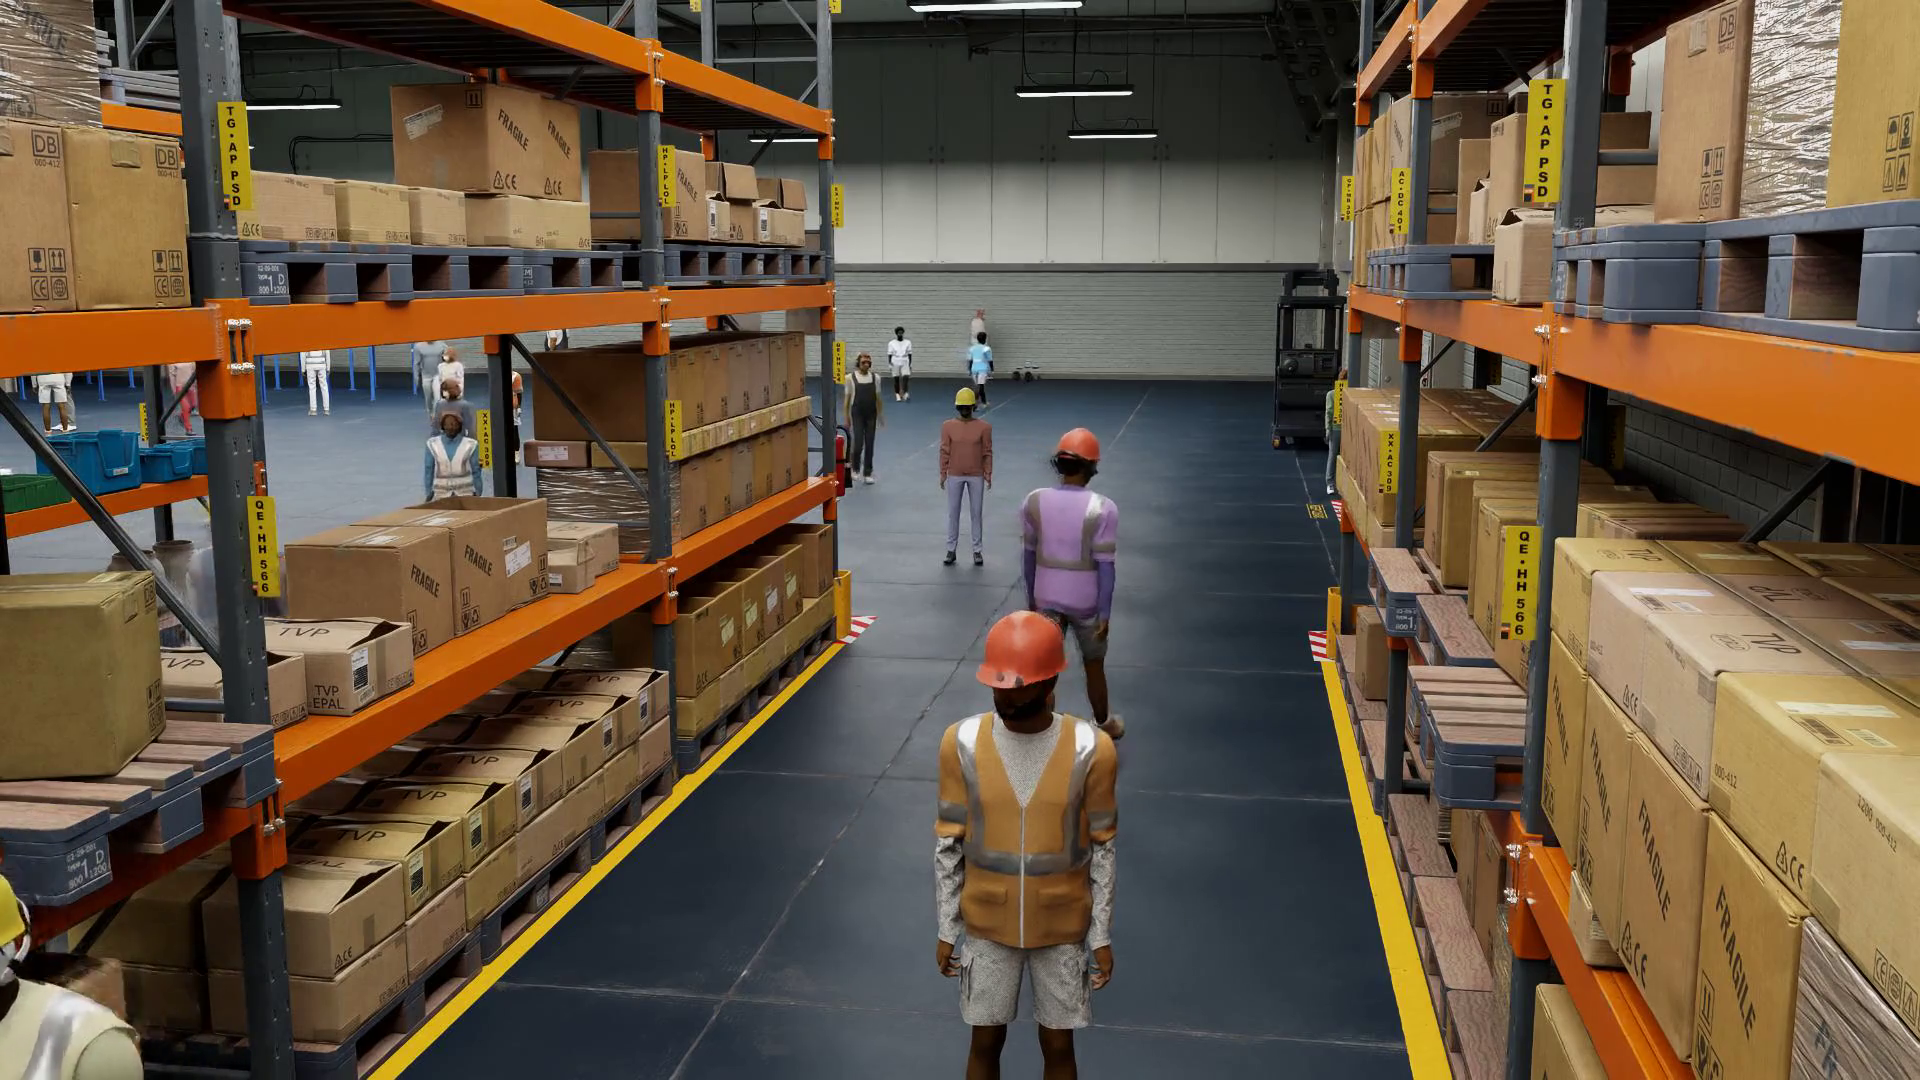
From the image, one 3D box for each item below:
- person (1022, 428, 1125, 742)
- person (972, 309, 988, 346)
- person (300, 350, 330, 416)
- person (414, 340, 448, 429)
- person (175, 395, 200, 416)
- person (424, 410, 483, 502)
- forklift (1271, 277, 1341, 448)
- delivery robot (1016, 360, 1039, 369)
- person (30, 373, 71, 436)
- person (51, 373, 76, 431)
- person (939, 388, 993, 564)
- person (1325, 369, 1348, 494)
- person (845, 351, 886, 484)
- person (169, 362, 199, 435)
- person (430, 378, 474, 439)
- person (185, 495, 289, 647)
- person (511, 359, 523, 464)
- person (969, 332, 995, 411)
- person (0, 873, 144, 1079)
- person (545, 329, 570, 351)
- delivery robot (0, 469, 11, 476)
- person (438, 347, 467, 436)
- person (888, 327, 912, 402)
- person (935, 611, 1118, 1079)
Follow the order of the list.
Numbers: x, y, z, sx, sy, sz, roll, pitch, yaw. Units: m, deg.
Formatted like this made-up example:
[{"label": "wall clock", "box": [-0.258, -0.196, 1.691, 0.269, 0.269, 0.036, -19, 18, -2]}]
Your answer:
[{"label": "person", "box": [0.681, 0.335, 9.864, 0.637, 1.994, 0.995, 4, 10, 24]}, {"label": "person", "box": [0.542, -5.226, 44.562, 0.395, 1.884, 0.715, -4, 10, -21]}, {"label": "person", "box": [-13.066, -3.473, 33.715, 0.576, 1.886, 0.362, -6, 11, -32]}, {"label": "person", "box": [-9.869, -3.058, 31.122, 0.637, 1.913, 0.902, -2, 9, -12]}, {"label": "person", "box": [-15.652, -3.416, 33.475, 0.565, 1.850, 0.390, 1, 9, 8]}, {"label": "person", "box": [-4.728, -0.404, 15.550, 0.534, 1.626, 0.365, -2, 9, -9]}, {"label": "forklift", "box": [5.847, -3.016, 27.970, 1.129, 2.768, 1.873, 1, 9, 9]}, {"label": "delivery robot", "box": [1.795, -4.665, 44.200, 0.335, 0.223, 0.698, 9, 13, 42]}, {"label": "person", "box": [-15.541, -2.693, 28.425, 0.609, 2.040, 0.394, -4, 10, -25]}, {"label": "person", "box": [-16.450, -2.962, 30.432, 0.587, 1.928, 0.364, 7, 11, 36]}, {"label": "person", "box": [0.058, -0.638, 16.604, 0.533, 1.765, 0.329, 1, 9, 4]}, {"label": "person", "box": [5.036, -1.423, 21.841, 0.499, 1.634, 0.279, -1, 9, -9]}, {"label": "person", "box": [-1.305, -1.676, 22.823, 0.525, 1.830, 0.437, -4, 10, -22]}, {"label": "person", "box": [-13.850, -2.744, 29.663, 0.576, 1.733, 0.567, 6, 11, 33]}, {"label": "person", "box": [-6.227, -1.168, 20.325, 0.505, 1.615, 0.499, 4, 10, 25]}, {"label": "person", "box": [-3.806, 0.605, 8.854, 0.589, 1.797, 0.895, 2, 9, 12]}, {"label": "person", "box": [-6.881, -2.001, 25.213, 0.532, 1.697, 0.322, 2, 9, 12]}, {"label": "person", "box": [0.429, -3.526, 34.774, 0.542, 1.648, 0.880, 7, 11, 35]}, {"label": "person", "box": [-1.943, 1.512, 3.215, 0.625, 1.798, 0.859, 2, 9, 12]}, {"label": "person", "box": [-9.573, -4.453, 39.414, 0.536, 2.000, 0.684, 3, 10, 20]}, {"label": "delivery robot", "box": [-12.302, -0.756, 20.895, 0.477, 0.478, 0.707, 2, 10, 14]}, {"label": "person", "box": [-8.889, -2.589, 29.160, 0.526, 1.594, 0.846, 2, 9, 13]}, {"label": "person", "box": [-1.322, -3.891, 36.965, 0.552, 1.653, 0.861, -1, 9, -9]}, {"label": "person", "box": [0.195, 1.156, 5.012, 0.551, 1.933, 0.369, 1, 9, 7]}]
